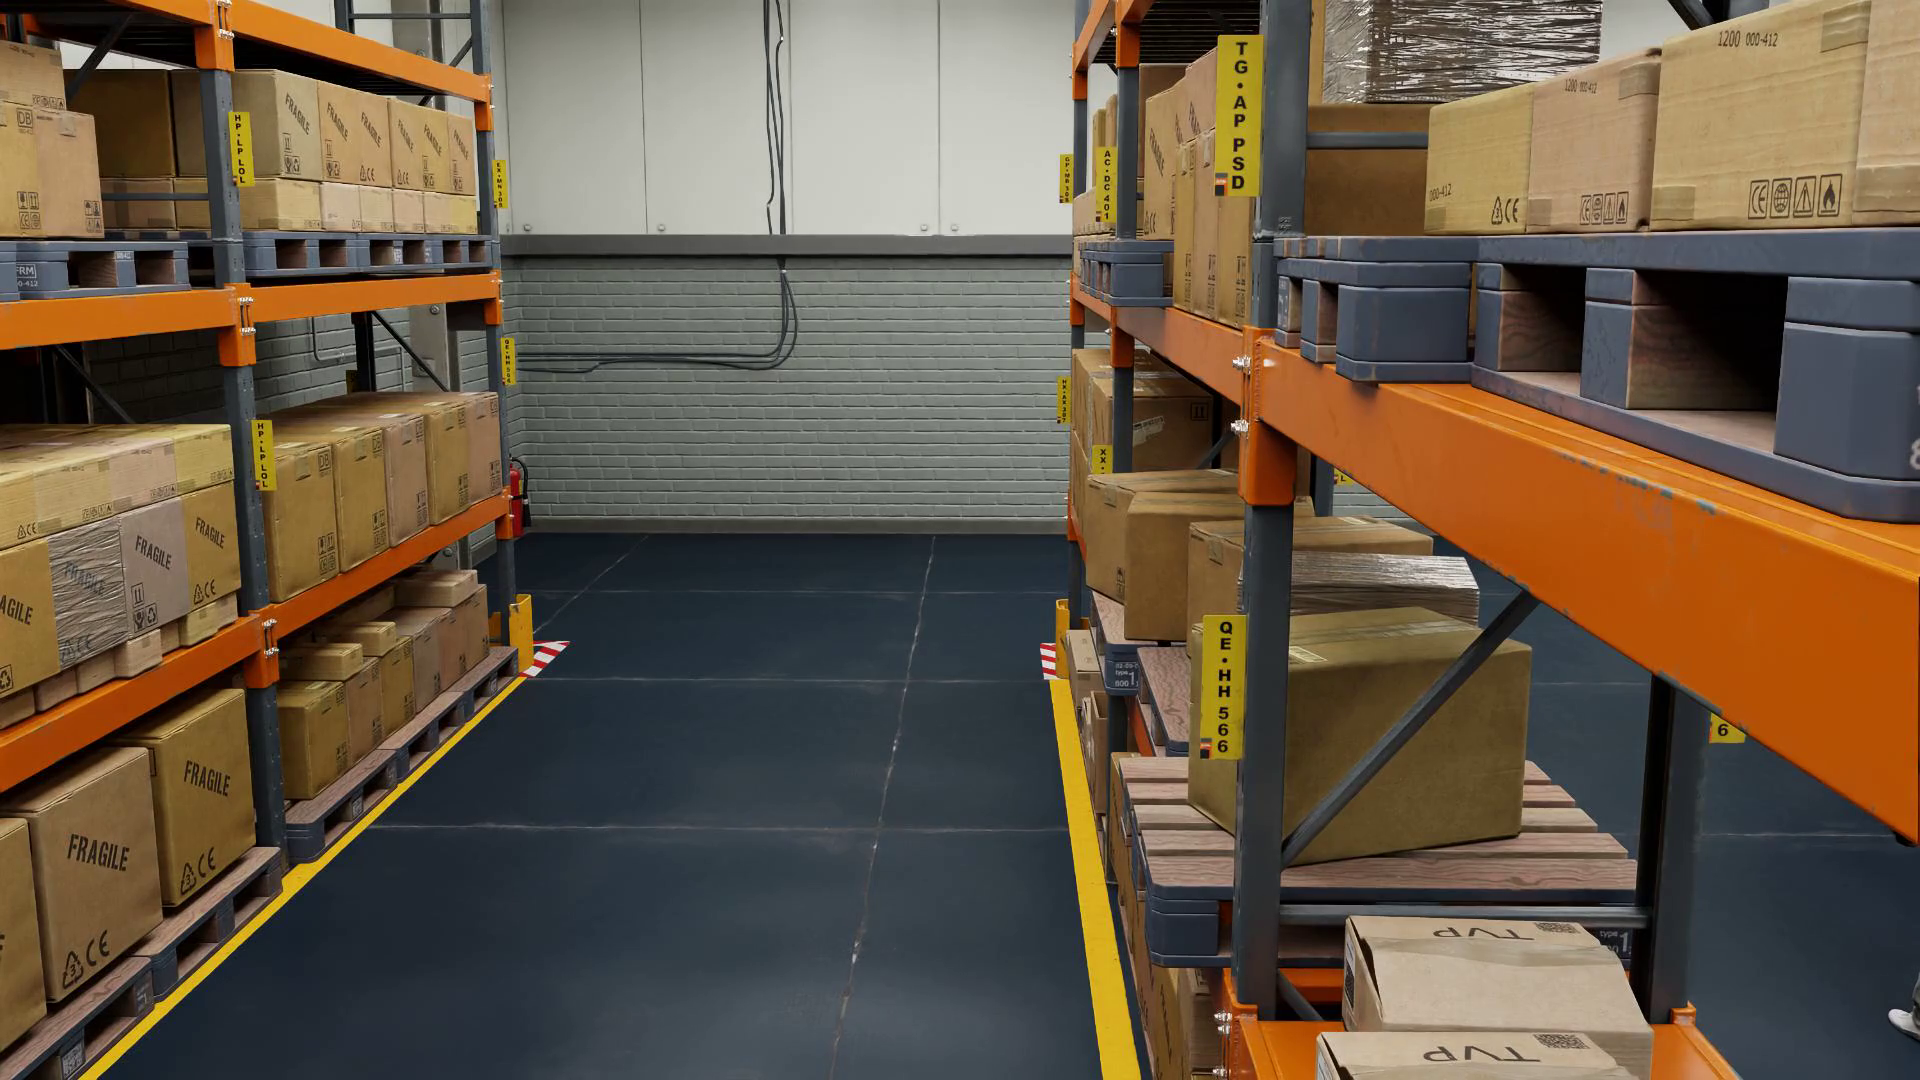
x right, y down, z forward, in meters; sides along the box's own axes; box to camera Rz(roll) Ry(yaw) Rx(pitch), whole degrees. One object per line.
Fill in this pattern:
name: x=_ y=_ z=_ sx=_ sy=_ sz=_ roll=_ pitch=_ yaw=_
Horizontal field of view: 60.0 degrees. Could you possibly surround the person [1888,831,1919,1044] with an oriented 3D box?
person: x=3.814 y=0.978 z=6.230 sx=0.587 sy=1.928 sz=0.363 roll=1 pitch=10 yaw=5
